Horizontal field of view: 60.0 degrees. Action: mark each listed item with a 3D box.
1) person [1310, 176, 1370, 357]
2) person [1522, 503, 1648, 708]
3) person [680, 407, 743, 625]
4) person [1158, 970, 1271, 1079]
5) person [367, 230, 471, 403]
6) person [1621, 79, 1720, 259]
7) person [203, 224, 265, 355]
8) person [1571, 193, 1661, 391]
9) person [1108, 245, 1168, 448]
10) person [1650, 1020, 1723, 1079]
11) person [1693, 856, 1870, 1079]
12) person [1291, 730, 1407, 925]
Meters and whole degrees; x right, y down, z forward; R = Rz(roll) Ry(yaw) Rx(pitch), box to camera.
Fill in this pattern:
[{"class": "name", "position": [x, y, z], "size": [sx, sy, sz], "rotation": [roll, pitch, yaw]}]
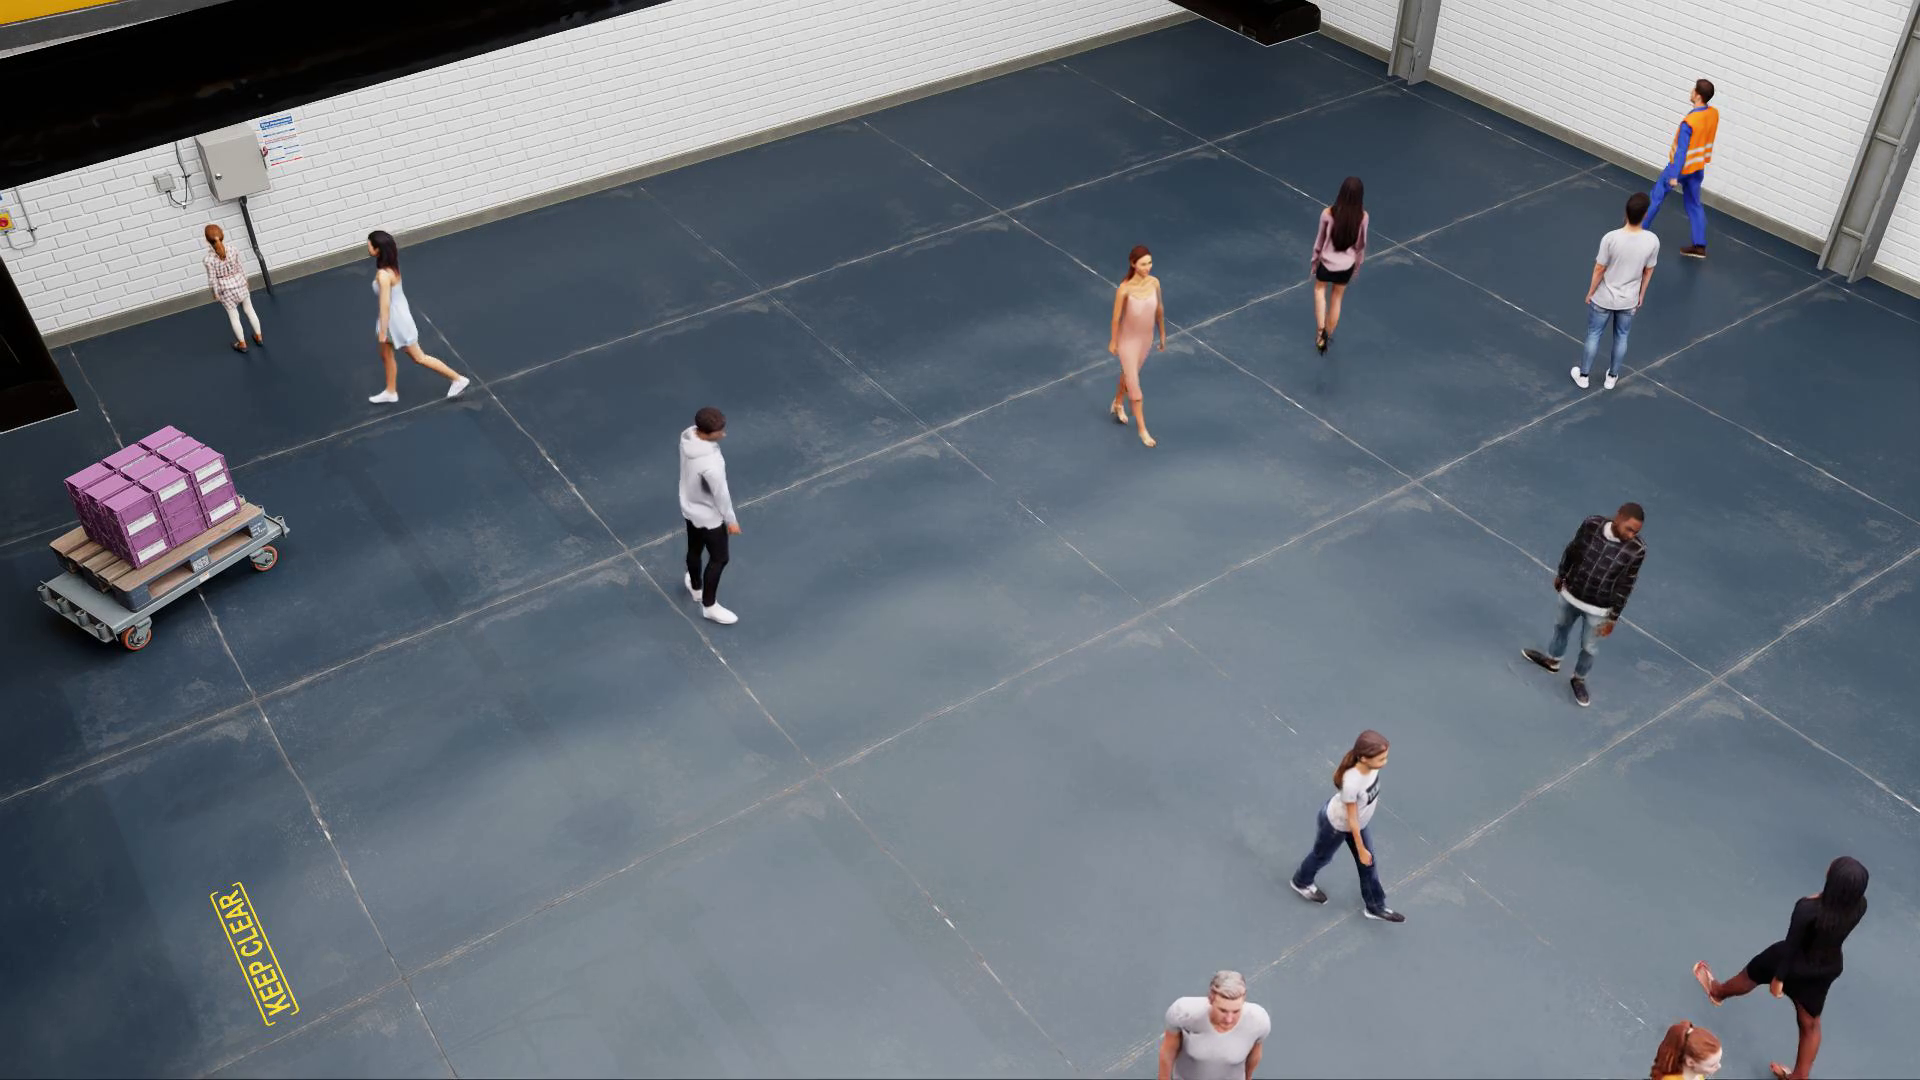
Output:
[{"class": "person", "position": [3.460, -2.450, 15.253], "size": [0.768, 1.802, 0.819], "rotation": [3, 39, 4]}, {"class": "person", "position": [4.430, 0.344, 11.761], "size": [0.913, 1.796, 0.504], "rotation": [-19, 42, -22]}, {"class": "person", "position": [-1.971, -0.256, 12.420], "size": [0.494, 1.909, 0.933], "rotation": [30, 47, 32]}, {"class": "person", "position": [1.285, 2.759, 8.748], "size": [1.241, 1.781, 1.272], "rotation": [8, 39, 10]}, {"class": "person", "position": [-4.880, -1.928, 14.682], "size": [0.919, 1.700, 1.142], "rotation": [-9, 39, -11]}, {"class": "person", "position": [7.423, -3.716, 16.822], "size": [0.753, 1.823, 1.223], "rotation": [-20, 43, -24]}, {"class": "person", "position": [-6.807, -2.362, 15.536], "size": [0.571, 1.312, 0.568], "rotation": [31, 48, 33]}, {"class": "person", "position": [5.885, -2.215, 14.893], "size": [0.745, 1.886, 0.796], "rotation": [5, 39, 6]}, {"class": "person", "position": [1.463, -1.757, 14.386], "size": [0.685, 1.802, 1.035], "rotation": [-19, 42, -22]}, {"class": "person", "position": [3.443, 3.025, 8.491], "size": [1.257, 1.687, 0.969], "rotation": [19, 43, 23]}, {"class": "person", "position": [4.729, 2.447, 9.226], "size": [0.916, 1.672, 1.231], "rotation": [-9, 40, -11]}, {"class": "person", "position": [2.305, 1.713, 10.262], "size": [1.022, 1.526, 0.694], "rotation": [29, 47, 31]}]
